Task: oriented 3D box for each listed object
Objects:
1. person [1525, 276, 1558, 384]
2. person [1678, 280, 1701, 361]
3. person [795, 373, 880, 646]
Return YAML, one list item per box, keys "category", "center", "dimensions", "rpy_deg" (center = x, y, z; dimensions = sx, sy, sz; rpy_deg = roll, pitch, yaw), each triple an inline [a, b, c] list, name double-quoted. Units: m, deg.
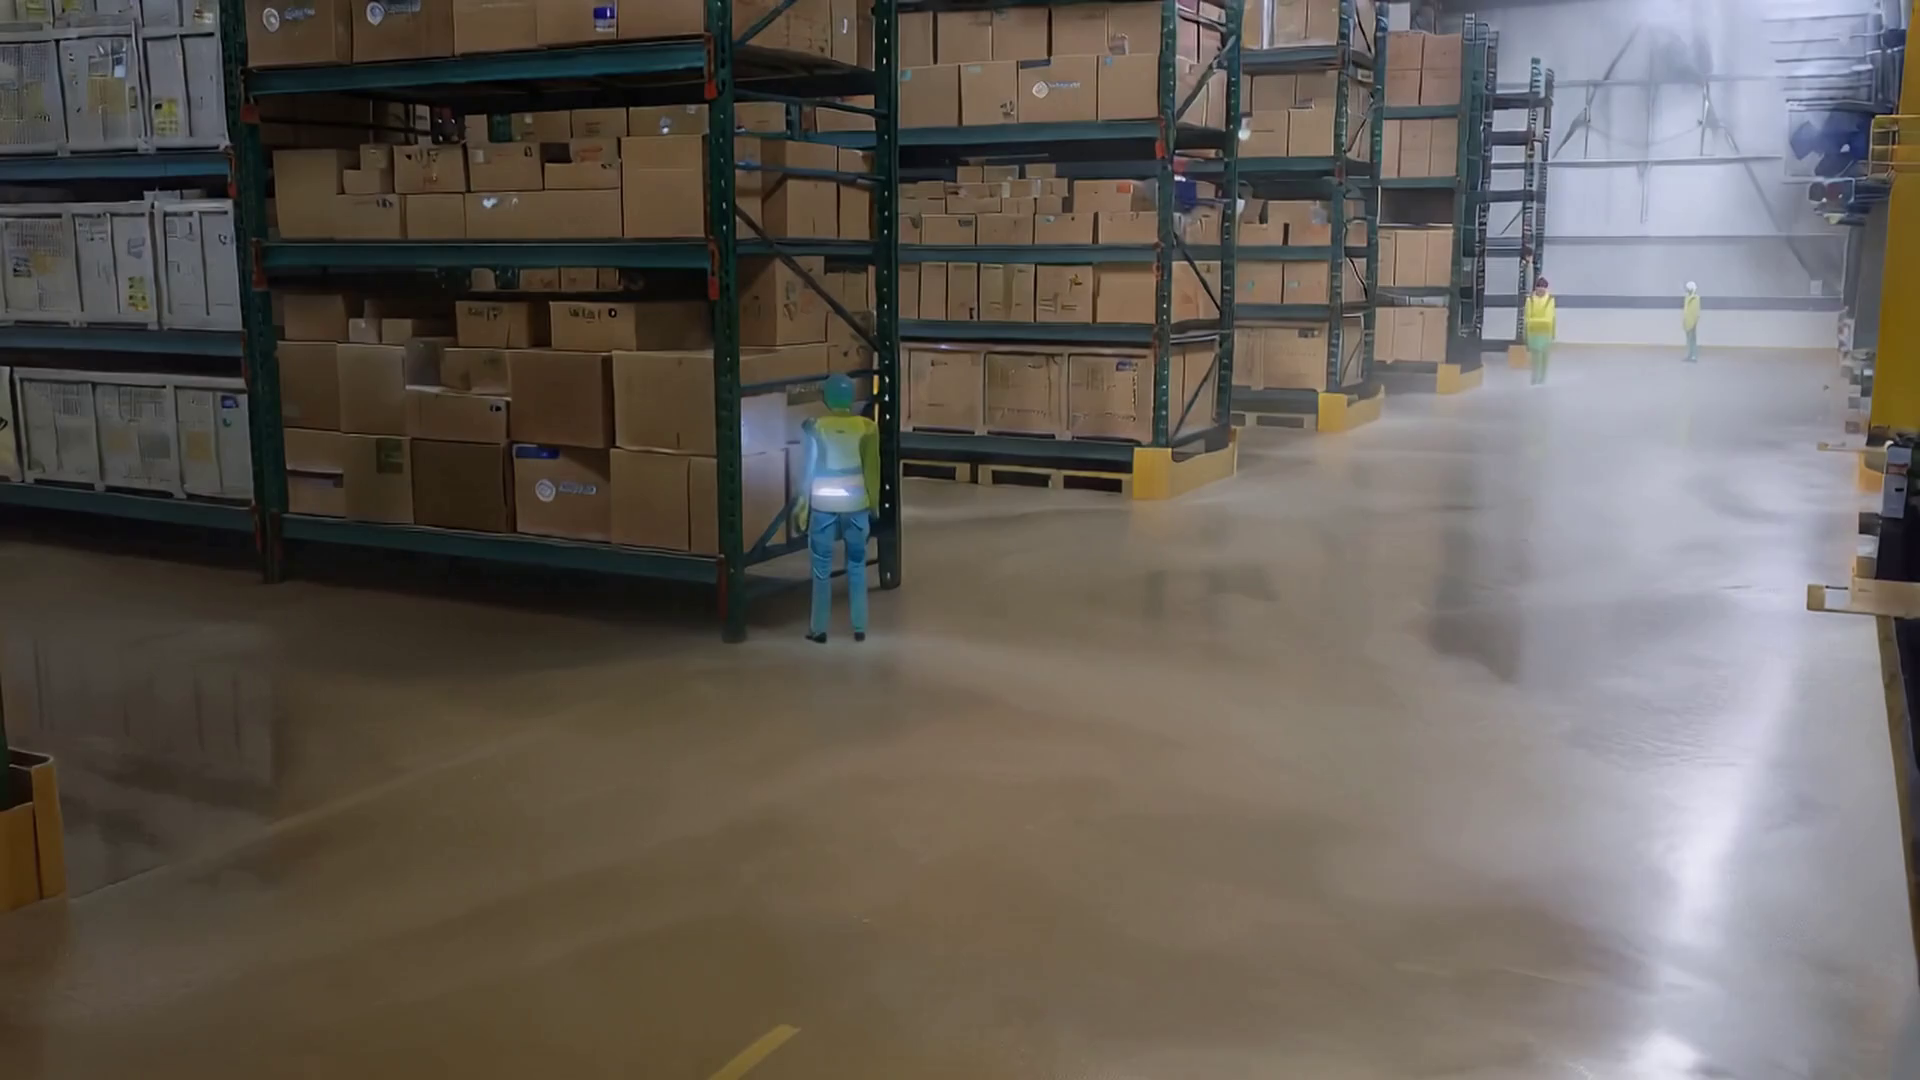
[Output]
- category: "person"
  center: [10.399, -3.754, 29.780]
  dimensions: [0.549, 1.918, 0.757]
  rpy_deg: [4, 11, 24]
- category: "person"
  center: [15.739, -4.723, 35.887]
  dimensions: [0.361, 1.742, 0.563]
  rpy_deg: [0, 10, 0]
- category: "person"
  center: [-0.718, -0.178, 9.891]
  dimensions: [0.520, 1.630, 0.321]
  rpy_deg: [-3, 10, -19]
